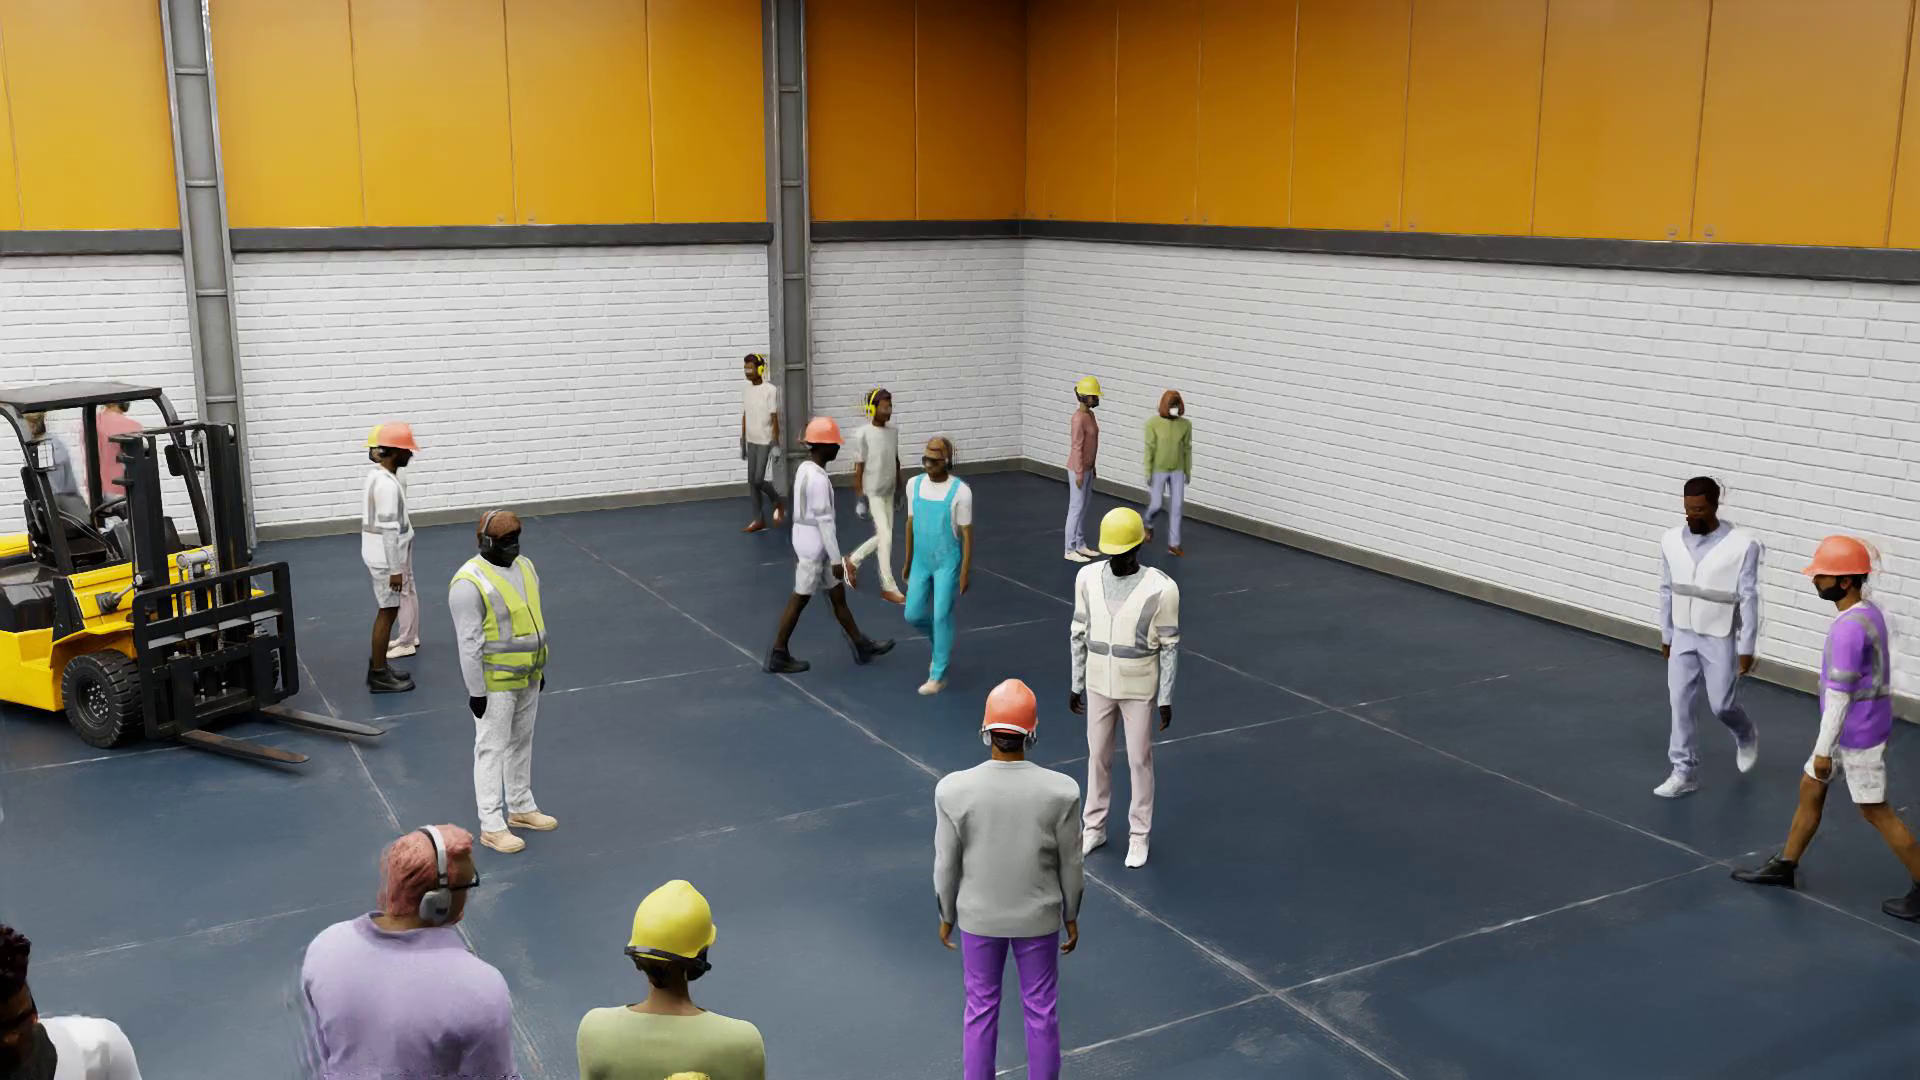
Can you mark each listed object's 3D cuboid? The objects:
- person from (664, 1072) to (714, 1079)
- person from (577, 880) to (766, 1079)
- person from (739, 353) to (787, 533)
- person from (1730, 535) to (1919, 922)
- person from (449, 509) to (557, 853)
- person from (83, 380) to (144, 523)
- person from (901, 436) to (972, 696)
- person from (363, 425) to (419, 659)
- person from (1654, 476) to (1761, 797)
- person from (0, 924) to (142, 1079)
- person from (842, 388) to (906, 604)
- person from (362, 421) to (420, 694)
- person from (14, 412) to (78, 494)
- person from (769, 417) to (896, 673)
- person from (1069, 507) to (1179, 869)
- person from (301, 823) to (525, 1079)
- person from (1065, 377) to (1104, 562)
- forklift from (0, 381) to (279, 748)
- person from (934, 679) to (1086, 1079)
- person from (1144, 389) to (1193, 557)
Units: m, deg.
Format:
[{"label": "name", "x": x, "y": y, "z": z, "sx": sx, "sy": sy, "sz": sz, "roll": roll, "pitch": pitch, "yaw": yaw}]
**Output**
[{"label": "person", "x": -0.491, "y": 1.935, "z": 3.689, "sx": 0.499, "sy": 1.714, "sz": 0.481, "roll": -10, "pitch": 16, "yaw": -39}, {"label": "person", "x": -0.737, "y": 1.747, "z": 4.415, "sx": 0.525, "sy": 1.771, "sz": 0.305, "roll": 2, "pitch": 12, "yaw": 8}, {"label": "person", "x": -2.049, "y": -0.992, "z": 17.054, "sx": 0.545, "sy": 1.852, "sz": 0.450, "roll": 10, "pitch": 16, "yaw": 40}, {"label": "person", "x": 4.409, "y": 0.922, "z": 8.100, "sx": 0.979, "sy": 1.890, "sz": 0.567, "roll": 7, "pitch": 14, "yaw": 29}, {"label": "person", "x": -2.440, "y": 0.740, "z": 8.966, "sx": 0.429, "sy": 1.841, "sz": 0.634, "roll": 4, "pitch": 13, "yaw": 18}, {"label": "person", "x": -7.078, "y": -0.396, "z": 14.119, "sx": 0.634, "sy": 1.923, "sz": 0.436, "roll": 7, "pitch": 14, "yaw": 29}, {"label": "person", "x": -0.153, "y": 0.167, "z": 11.672, "sx": 0.548, "sy": 1.832, "sz": 0.464, "roll": 6, "pitch": 14, "yaw": 27}, {"label": "person", "x": -4.292, "y": 0.011, "z": 12.555, "sx": 0.315, "sy": 1.769, "sz": 0.523, "roll": -2, "pitch": 12, "yaw": -7}, {"label": "person", "x": 4.416, "y": 0.548, "z": 9.756, "sx": 0.754, "sy": 1.889, "sz": 0.643, "roll": -9, "pitch": 15, "yaw": -36}, {"label": "person", "x": -2.115, "y": 1.773, "z": 3.923, "sx": 0.904, "sy": 1.910, "sz": 0.766, "roll": 8, "pitch": 14, "yaw": 32}, {"label": "person", "x": -0.729, "y": -0.402, "z": 14.325, "sx": 0.801, "sy": 1.846, "sz": 0.519, "roll": 10, "pitch": 15, "yaw": 39}, {"label": "person", "x": -3.995, "y": 0.119, "z": 11.712, "sx": 0.451, "sy": 1.919, "sz": 0.565, "roll": -5, "pitch": 13, "yaw": -21}, {"label": "person", "x": -6.984, "y": -0.131, "z": 12.902, "sx": 0.531, "sy": 1.904, "sz": 0.707, "roll": -8, "pitch": 15, "yaw": -34}, {"label": "person", "x": -0.958, "y": 0.047, "z": 12.108, "sx": 0.994, "sy": 1.880, "sz": 0.565, "roll": -2, "pitch": 12, "yaw": -11}, {"label": "person", "x": 0.838, "y": 0.763, "z": 8.679, "sx": 0.585, "sy": 1.917, "sz": 0.390, "roll": 6, "pitch": 14, "yaw": 28}, {"label": "person", "x": -1.448, "y": 1.665, "z": 4.547, "sx": 0.672, "sy": 1.876, "sz": 0.506, "roll": 5, "pitch": 13, "yaw": 22}, {"label": "person", "x": 1.187, "y": -0.670, "z": 15.774, "sx": 0.337, "sy": 1.757, "sz": 0.519, "roll": 4, "pitch": 13, "yaw": 17}, {"label": "forklift", "x": -5.853, "y": 0.085, "z": 11.199, "sx": 2.313, "sy": 2.155, "sz": 1.214, "roll": 7, "pitch": 14, "yaw": 28}, {"label": "person", "x": 0.186, "y": 1.371, "z": 6.210, "sx": 0.559, "sy": 1.751, "sz": 0.326, "roll": 0, "pitch": 12, "yaw": 2}, {"label": "person", "x": 1.991, "y": -0.668, "z": 16.088, "sx": 0.528, "sy": 1.613, "sz": 0.513, "roll": -3, "pitch": 12, "yaw": -14}]
